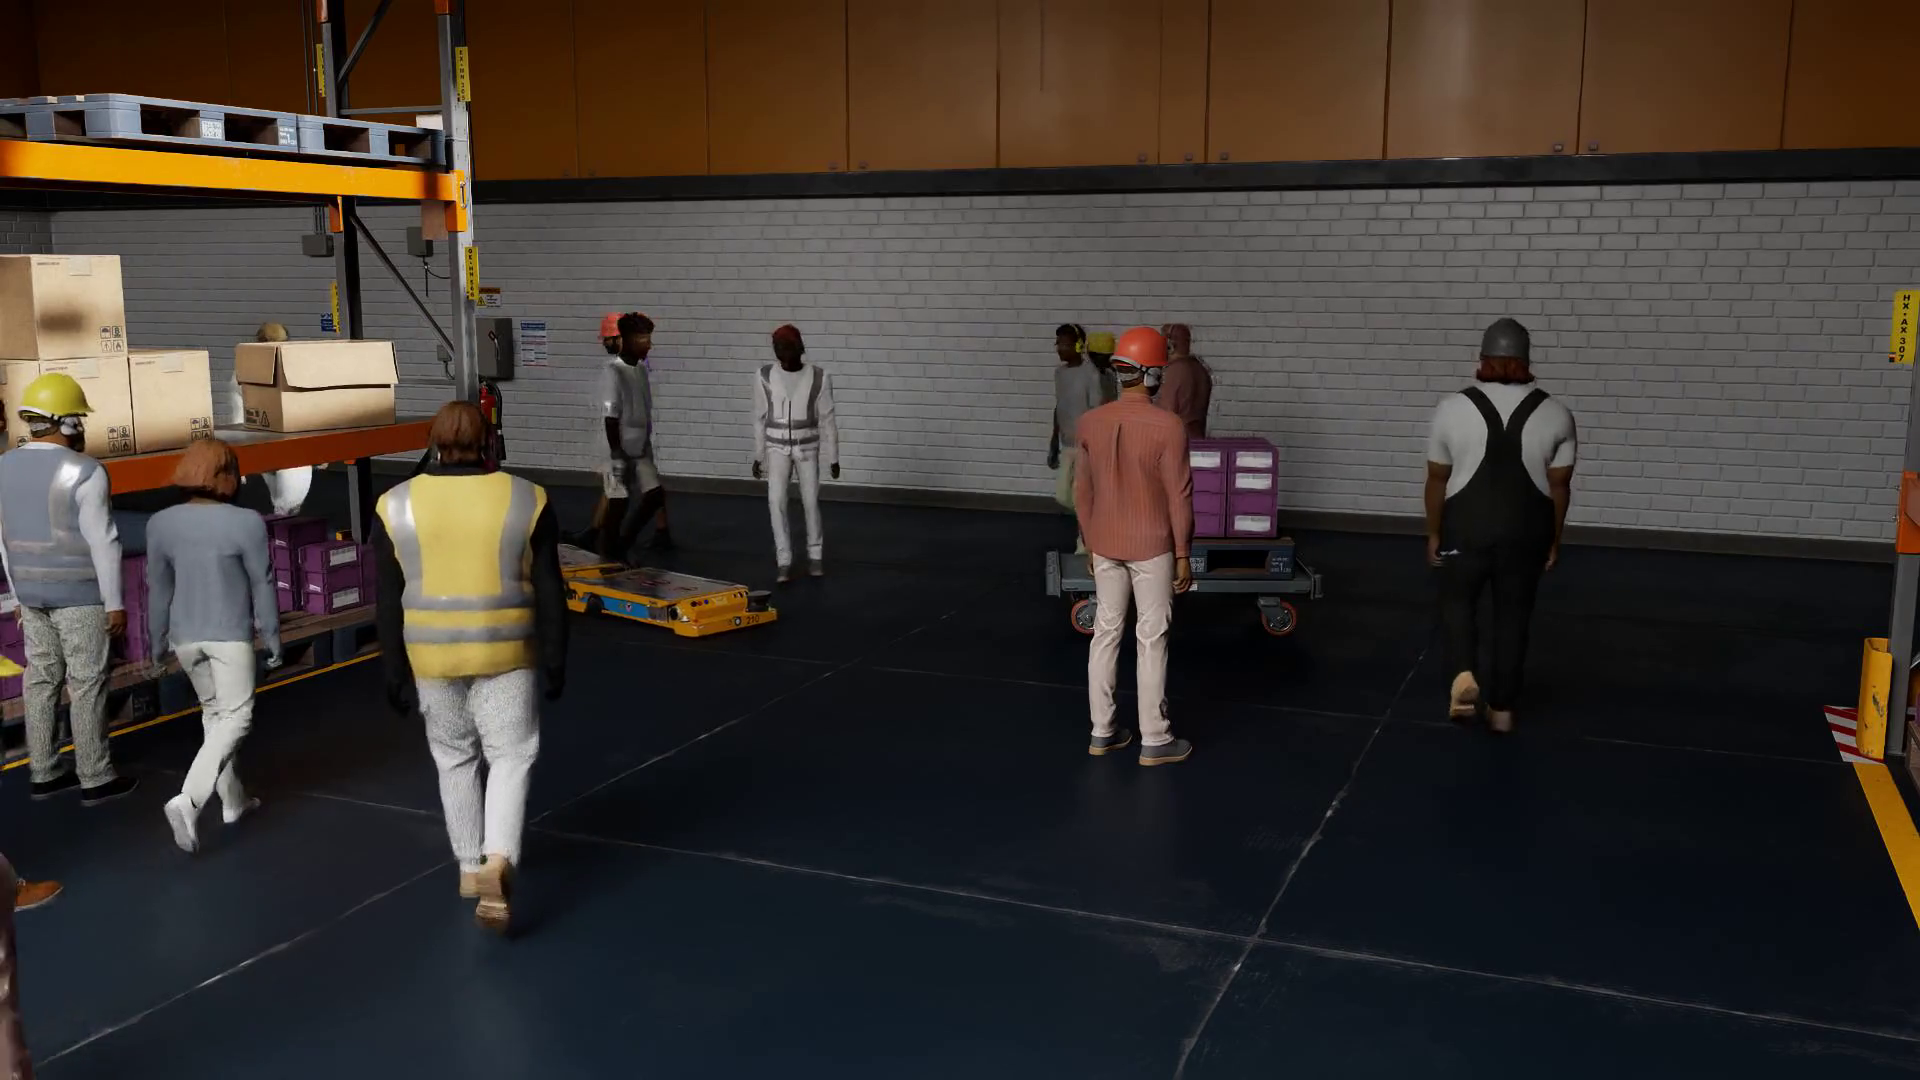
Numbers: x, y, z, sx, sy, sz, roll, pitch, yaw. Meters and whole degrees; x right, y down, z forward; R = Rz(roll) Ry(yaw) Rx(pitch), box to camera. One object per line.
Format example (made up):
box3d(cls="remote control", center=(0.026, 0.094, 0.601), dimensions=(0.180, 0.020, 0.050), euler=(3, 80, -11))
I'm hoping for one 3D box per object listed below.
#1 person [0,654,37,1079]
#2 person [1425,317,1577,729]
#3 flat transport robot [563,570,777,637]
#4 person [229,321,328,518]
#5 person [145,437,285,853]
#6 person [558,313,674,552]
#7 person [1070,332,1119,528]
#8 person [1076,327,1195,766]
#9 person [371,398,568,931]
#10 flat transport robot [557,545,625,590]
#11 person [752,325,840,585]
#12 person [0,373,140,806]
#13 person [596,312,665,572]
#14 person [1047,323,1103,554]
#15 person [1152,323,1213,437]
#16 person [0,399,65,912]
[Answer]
box3d(cls="person", center=(-1.822, 0.948, 2.848), dimensions=(0.534, 1.735, 0.853), euler=(9, 13, 43))
box3d(cls="person", center=(2.597, -0.067, 8.047), dimensions=(0.684, 2.000, 0.679), euler=(2, 10, 12))
box3d(cls="flat transport robot", center=(-1.900, 0.380, 10.689), dimensions=(1.431, 0.197, 0.652), euler=(8, 12, 41))
box3d(cls="person", center=(-4.832, -0.603, 11.804), dimensions=(0.625, 1.888, 1.040), euler=(0, 9, 0))
box3d(cls="person", center=(-2.963, 0.404, 6.526), dimensions=(0.518, 1.604, 0.696), euler=(1, 9, 6))
box3d(cls="person", center=(-2.714, -0.841, 13.175), dimensions=(0.892, 1.895, 0.585), euler=(2, 10, 10))
box3d(cls="person", center=(1.094, -0.780, 13.231), dimensions=(0.425, 1.746, 0.533), euler=(7, 12, 37))
box3d(cls="person", center=(0.807, 0.030, 7.599), dimensions=(0.612, 1.995, 0.378), euler=(8, 12, 40))
box3d(cls="person", center=(-1.686, 0.423, 5.754), dimensions=(0.637, 1.823, 0.783), euler=(-1, 9, -8))
box3d(cls="flat transport robot", center=(-2.924, 0.207, 11.740), dimensions=(0.652, 0.197, 1.431), euler=(-6, 11, -34))
box3d(cls="person", center=(-1.188, -0.609, 11.923), dimensions=(0.652, 1.842, 0.836), euler=(0, 9, 1))
box3d(cls="person", center=(-3.763, 0.213, 7.019), dimensions=(0.595, 1.826, 0.403), euler=(3, 10, 18))
box3d(cls="person", center=(-2.358, -0.637, 11.781), dimensions=(0.445, 1.942, 0.680), euler=(3, 10, 15))
box3d(cls="person", center=(0.960, -0.697, 12.455), dimensions=(0.607, 1.847, 0.536), euler=(-6, 11, -34))
box3d(cls="person", center=(1.611, -0.616, 11.917), dimensions=(0.840, 1.873, 0.655), euler=(7, 12, 38))
box3d(cls="person", center=(-3.552, 0.410, 5.606), dimensions=(0.732, 1.904, 0.648), euler=(-8, 12, -40))
